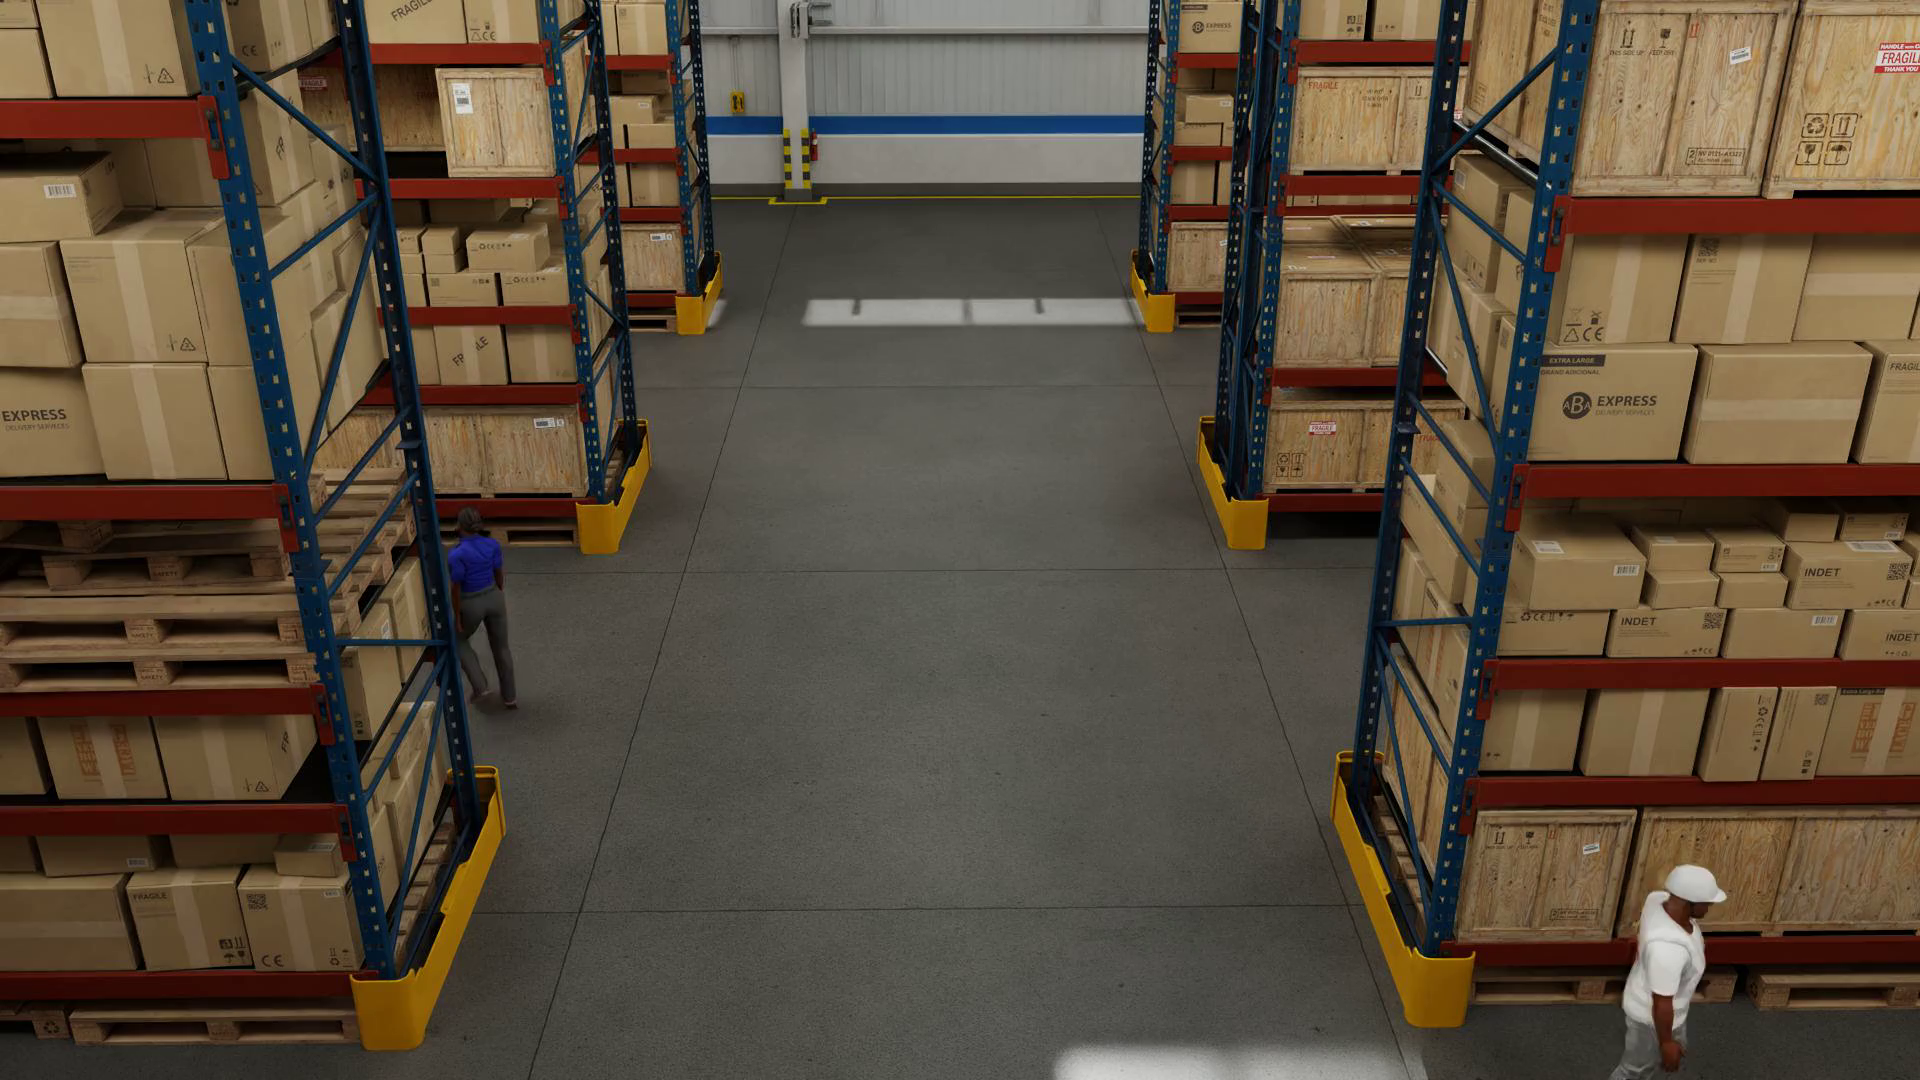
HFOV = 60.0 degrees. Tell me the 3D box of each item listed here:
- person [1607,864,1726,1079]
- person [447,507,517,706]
[{"bbox_3d":[3.662,2.447,8.618,0.448,1.787,0.591,13,28,25],"label":"person"},{"bbox_3d":[-3.717,0.516,12.853,0.484,1.650,0.452,-18,31,-34],"label":"person"}]
